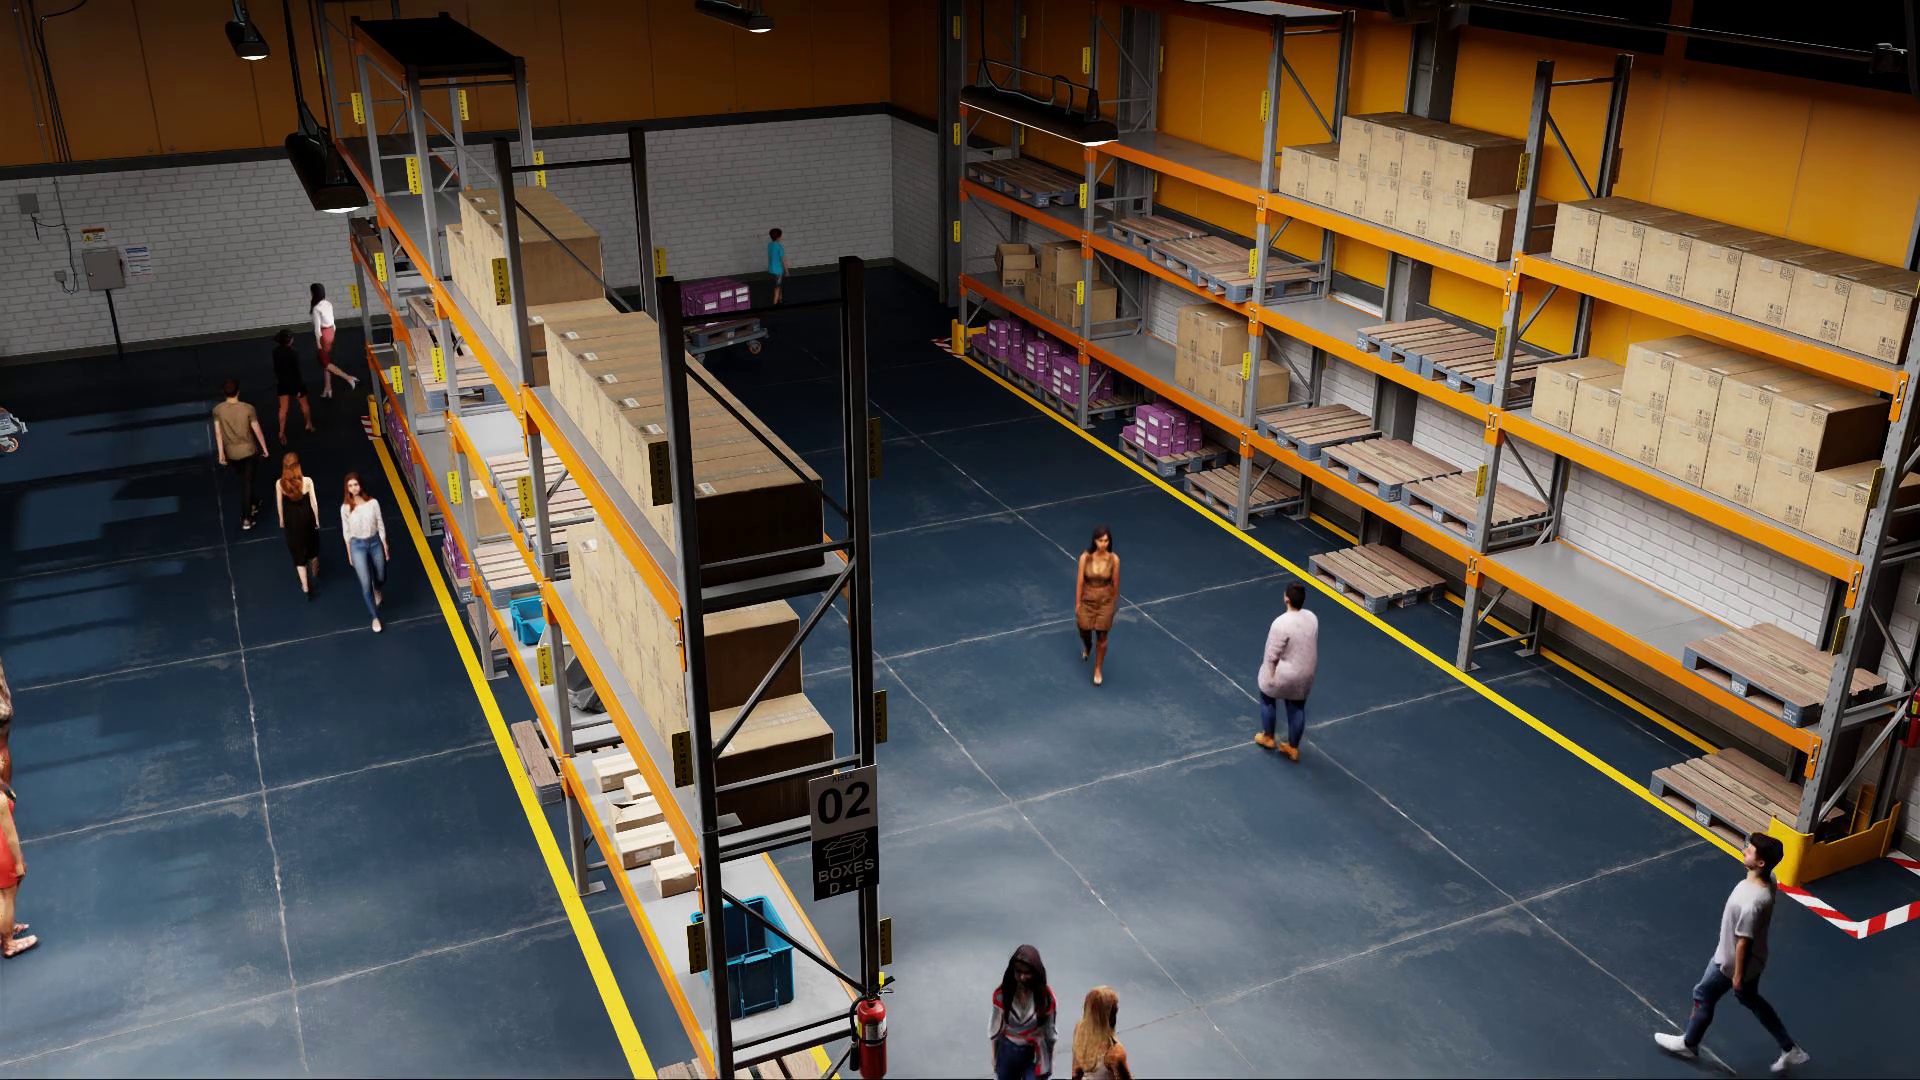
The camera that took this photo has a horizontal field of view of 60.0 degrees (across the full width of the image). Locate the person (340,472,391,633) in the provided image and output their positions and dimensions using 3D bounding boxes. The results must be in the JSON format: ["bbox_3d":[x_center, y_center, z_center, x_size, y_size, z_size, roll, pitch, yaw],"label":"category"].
[{"bbox_3d":[-6.272,0.076,17.591,0.578,1.710,0.971,-10,25,-21],"label":"person"}]

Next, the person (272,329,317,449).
[{"bbox_3d":[-9.095,-2.013,22.521,0.904,1.590,1.153,1,24,3],"label":"person"}]

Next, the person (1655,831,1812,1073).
[{"bbox_3d":[5.334,2.805,11.163,1.275,1.859,1.027,17,29,34],"label":"person"}]

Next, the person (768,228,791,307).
[{"bbox_3d":[-3.230,-4.664,28.781,0.742,1.434,0.734,21,32,40],"label":"person"}]

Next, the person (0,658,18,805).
[{"bbox_3d":[-8.248,1.540,14.152,0.710,1.782,0.839,-21,31,-39],"label":"person"}]

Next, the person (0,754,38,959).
[{"bbox_3d":[-7.208,2.350,12.405,0.725,1.698,0.795,13,27,27],"label":"person"}]

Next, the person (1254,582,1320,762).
[{"bbox_3d":[3.009,1.206,14.985,0.709,1.728,0.725,-8,25,-18],"label":"person"}]

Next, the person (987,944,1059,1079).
[{"bbox_3d":[0.420,3.216,10.548,0.868,1.599,0.977,3,24,7],"label":"person"}]

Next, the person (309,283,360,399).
[{"bbox_3d":[-9.224,-2.881,24.328,0.932,1.733,0.935,3,24,7],"label":"person"}]

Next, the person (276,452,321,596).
[{"bbox_3d":[-7.259,-0.152,18.269,0.652,1.585,1.099,-8,25,-18],"label":"person"}]

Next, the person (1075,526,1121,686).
[{"bbox_3d":[1.347,0.607,16.421,0.753,1.675,0.842,1,24,3],"label":"person"}]

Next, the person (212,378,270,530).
[{"bbox_3d":[-8.645,-1.008,19.936,0.906,1.820,1.135,-2,24,-4],"label":"person"}]

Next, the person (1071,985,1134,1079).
[{"bbox_3d":[0.731,3.451,9.820,0.708,1.751,1.145,-9,25,-21],"label":"person"}]
